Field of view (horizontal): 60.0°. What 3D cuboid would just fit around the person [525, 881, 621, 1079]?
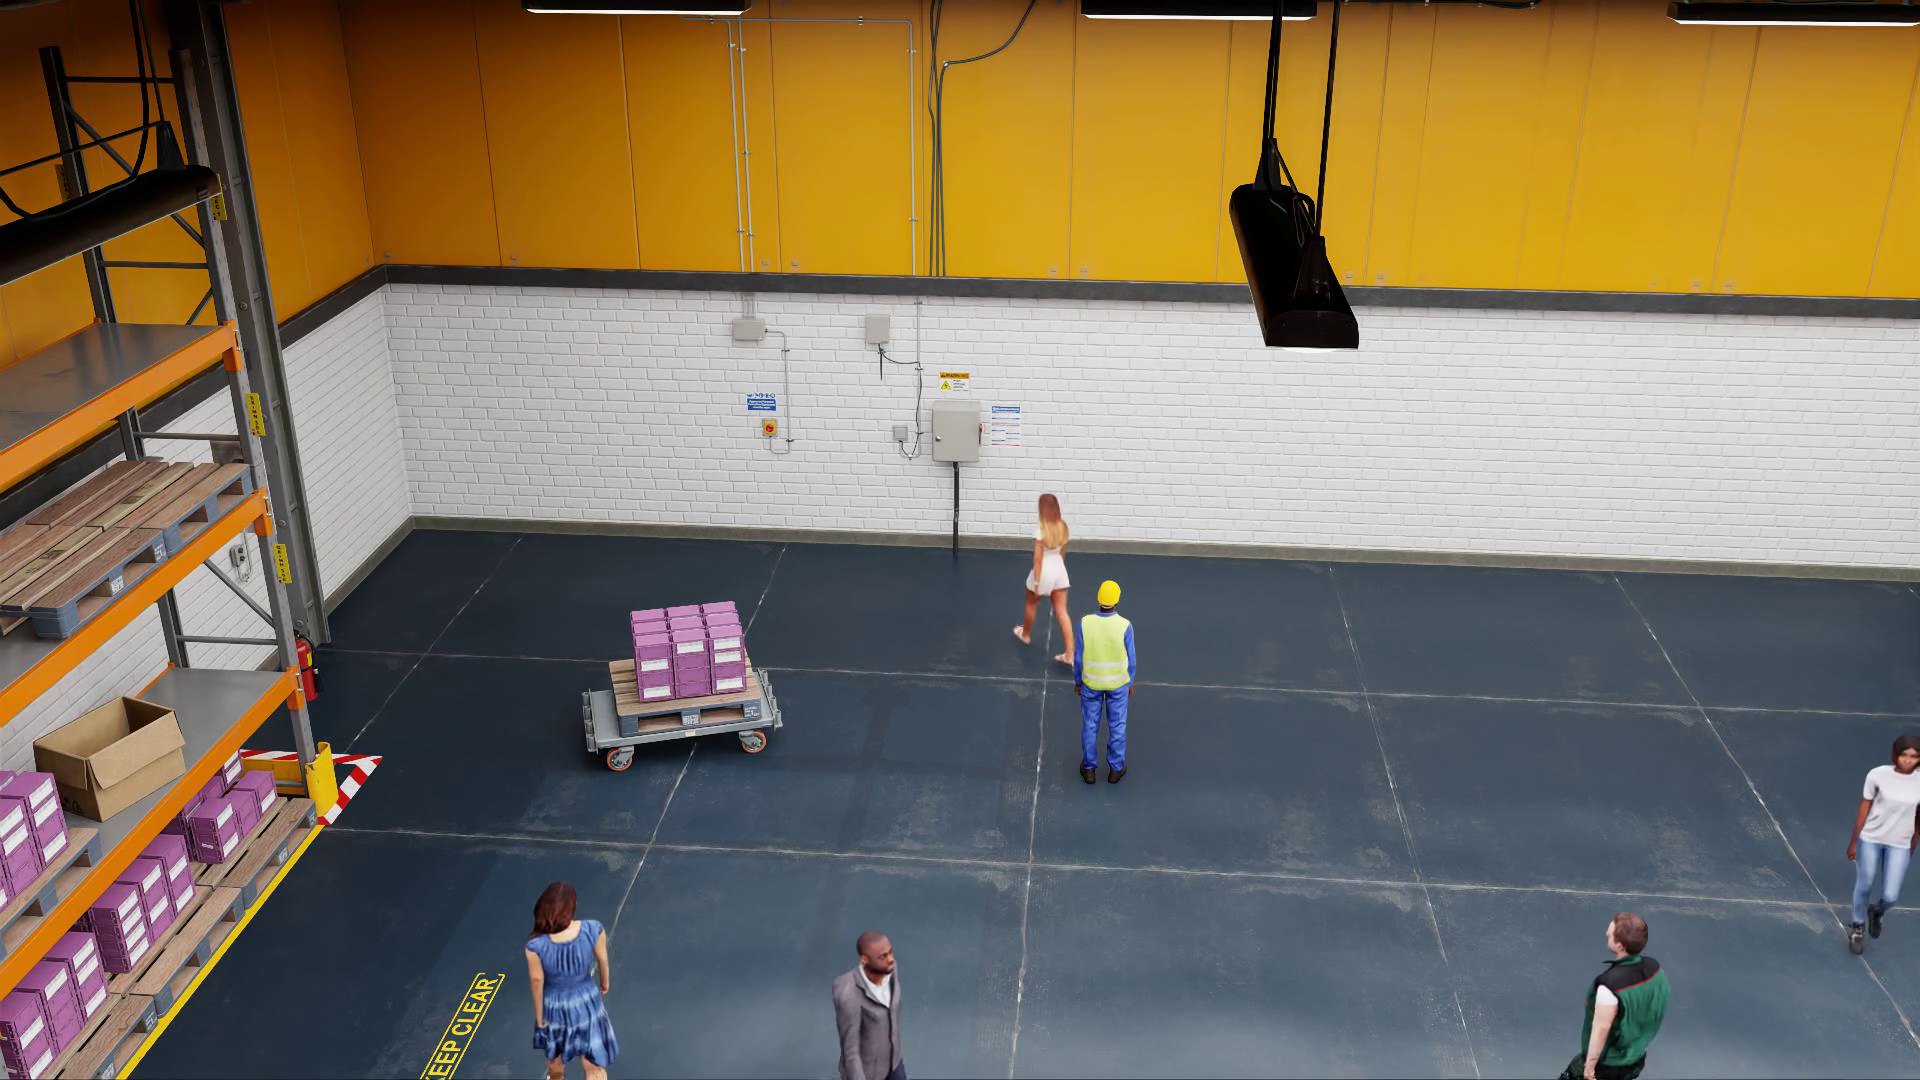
[{"bbox_3d":[-2.265,2.875,9.820,0.944,1.765,1.126,-10,26,-22],"label":"person"}]

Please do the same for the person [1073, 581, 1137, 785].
[{"bbox_3d":[1.185,1.159,13.686,0.655,1.813,0.549,2,24,5],"label":"person"}]

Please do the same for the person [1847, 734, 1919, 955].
[{"bbox_3d":[6.470,2.099,11.667,0.707,1.708,0.769,10,26,23],"label":"person"}]

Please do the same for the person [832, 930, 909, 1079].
[{"bbox_3d":[-0.586,2.992,9.524,1.187,1.790,1.208,19,30,37],"label":"person"}]

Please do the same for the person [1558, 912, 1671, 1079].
[{"bbox_3d":[3.777,2.976,9.513,0.831,1.827,0.881,-12,26,-25],"label":"person"}]

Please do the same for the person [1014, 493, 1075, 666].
[{"bbox_3d":[0.890,0.398,15.632,1.044,1.649,1.187,-15,28,-31],"label":"person"}]
